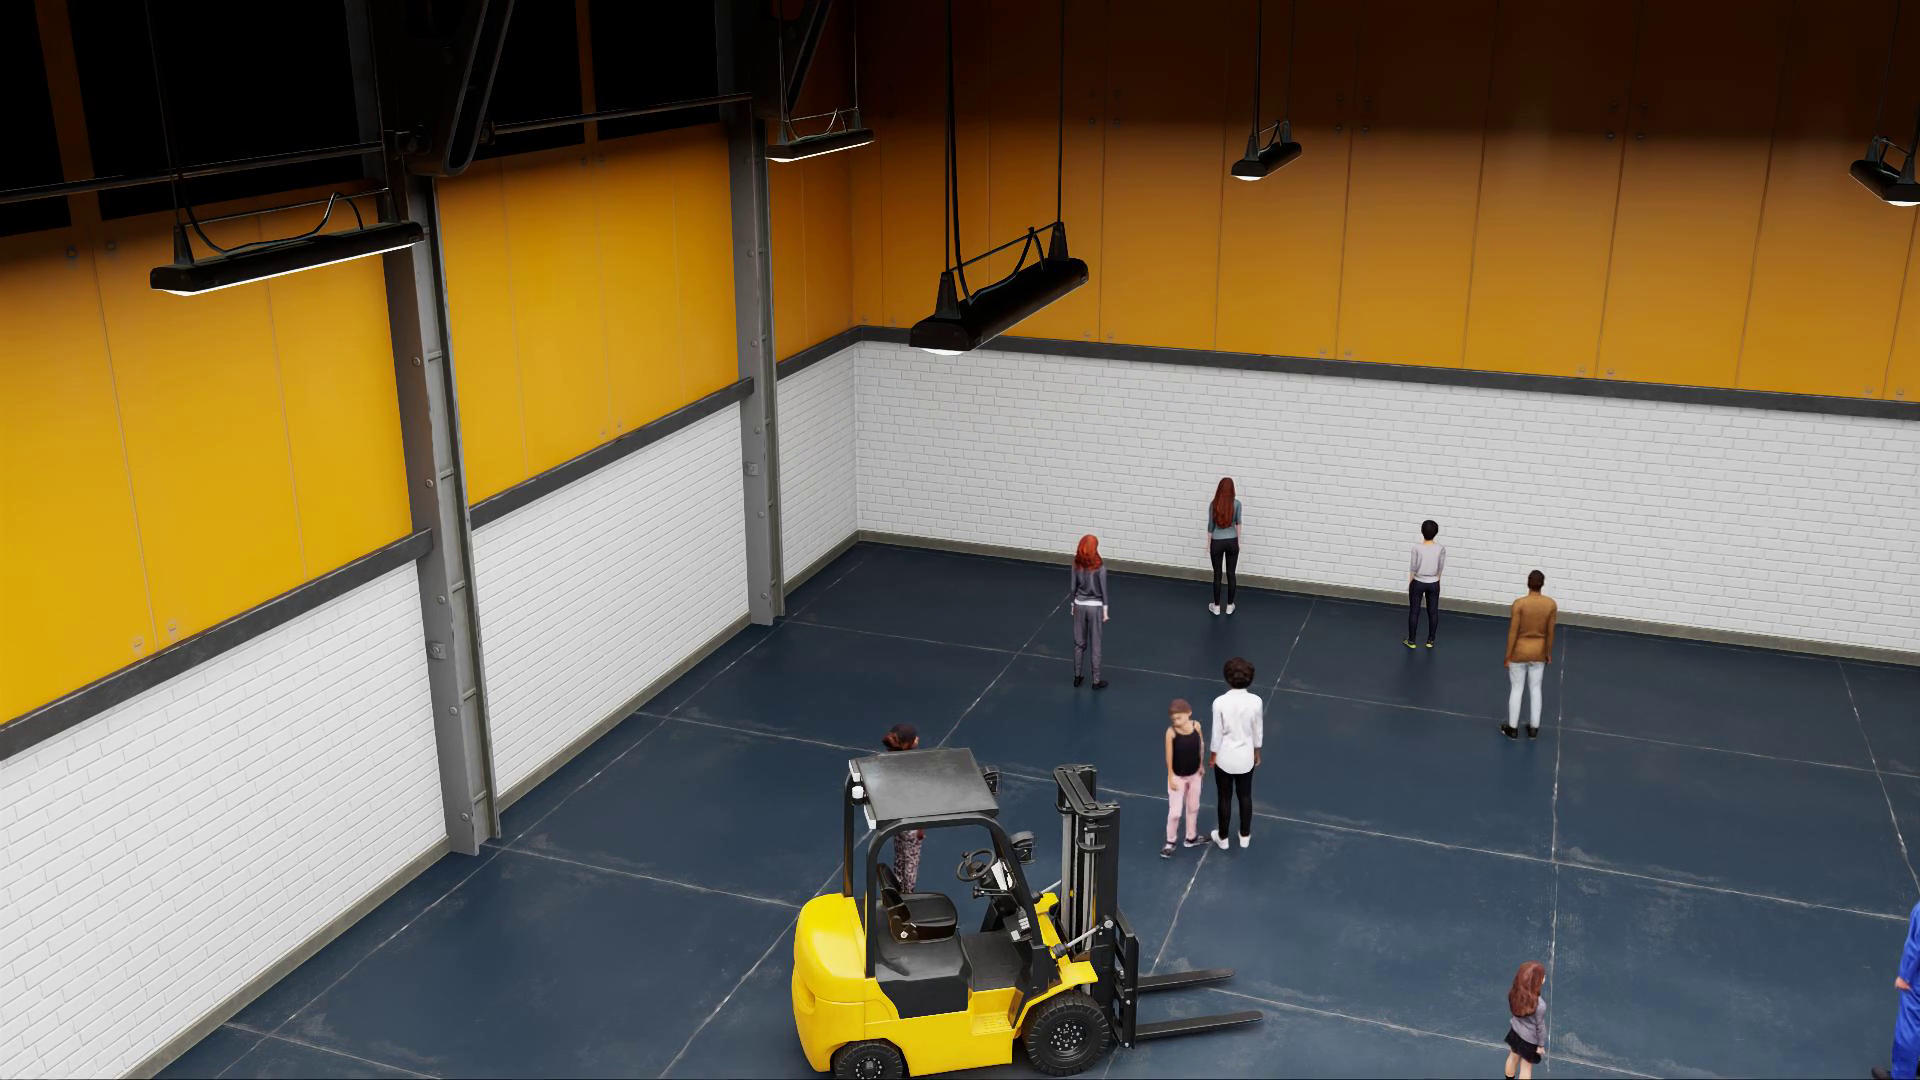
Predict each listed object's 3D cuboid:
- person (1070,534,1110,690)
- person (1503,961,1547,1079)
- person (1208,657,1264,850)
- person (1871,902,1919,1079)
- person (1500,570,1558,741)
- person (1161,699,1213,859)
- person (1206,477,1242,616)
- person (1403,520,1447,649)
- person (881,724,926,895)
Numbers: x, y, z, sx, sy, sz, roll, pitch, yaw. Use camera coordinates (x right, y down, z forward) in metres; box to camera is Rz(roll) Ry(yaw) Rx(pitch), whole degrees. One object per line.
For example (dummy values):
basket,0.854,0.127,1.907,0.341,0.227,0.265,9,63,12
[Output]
person,1.413,0.784,18.301,0.617,1.779,0.555,10,21,28
person,3.933,3.408,11.561,0.599,1.106,0.530,-7,20,-20
person,2.469,1.910,14.911,0.710,1.807,0.698,-2,19,-7
person,6.795,3.012,11.612,0.778,1.825,0.820,-7,20,-21
person,5.841,1.173,17.085,0.705,1.816,0.648,0,19,1
person,2.035,2.077,14.825,0.731,1.546,0.780,-13,23,-34
person,3.251,0.068,20.482,0.637,1.742,0.636,0,19,1
person,5.447,0.509,19.467,0.605,1.554,0.590,0,19,-1
person,-0.446,2.313,13.859,0.743,1.714,0.682,-8,20,-23
